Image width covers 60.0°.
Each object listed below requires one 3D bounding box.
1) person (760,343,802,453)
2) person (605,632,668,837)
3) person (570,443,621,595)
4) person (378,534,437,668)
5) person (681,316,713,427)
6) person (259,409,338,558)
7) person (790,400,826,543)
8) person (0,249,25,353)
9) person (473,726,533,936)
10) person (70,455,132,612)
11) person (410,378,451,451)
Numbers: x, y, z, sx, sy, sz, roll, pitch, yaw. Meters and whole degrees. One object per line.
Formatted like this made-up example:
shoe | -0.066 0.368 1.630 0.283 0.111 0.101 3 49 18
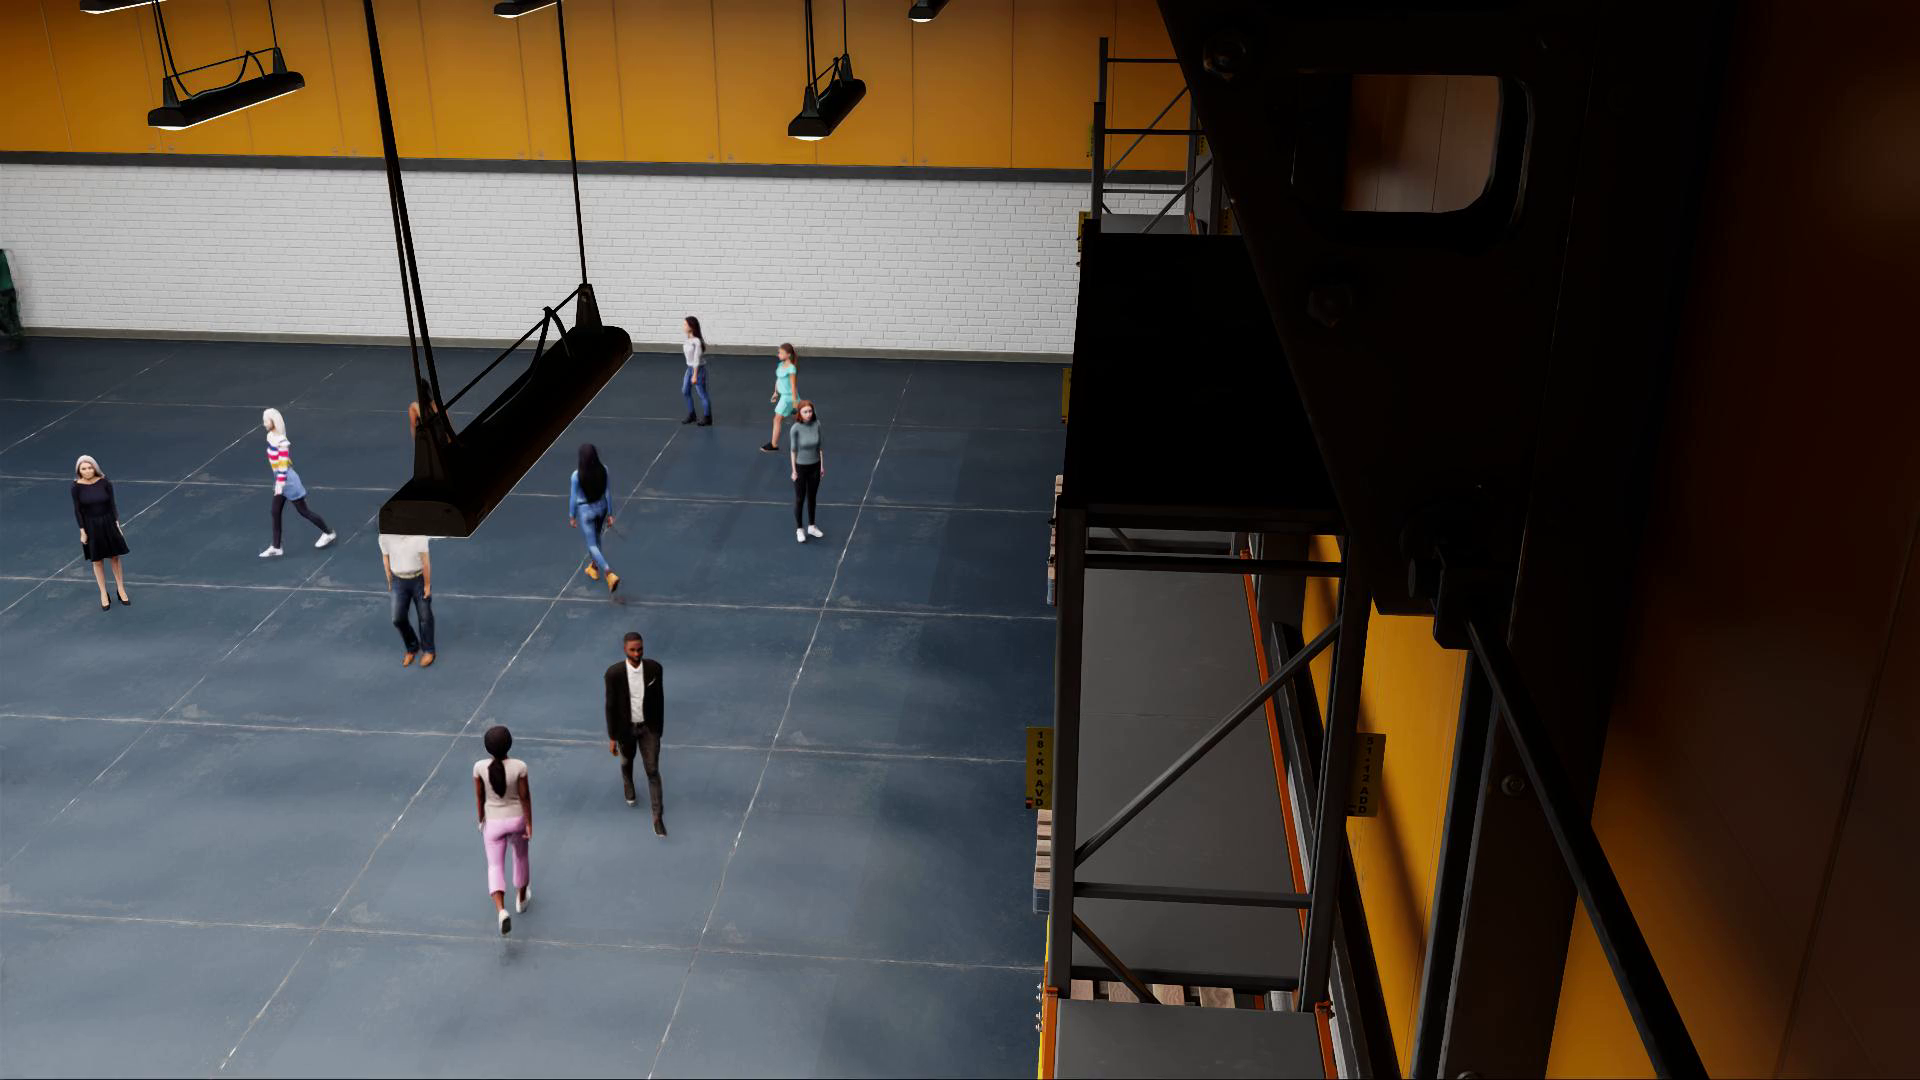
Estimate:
person | -2.238 -1.925 22.510 0.879 1.521 1.087 -6 24 -14
person | -2.796 1.583 14.193 1.010 1.754 1.296 -8 25 -18
person | -4.015 -0.217 18.405 1.112 1.678 1.186 -18 29 -35
person | -5.514 0.387 16.833 0.673 1.831 0.681 0 24 0
person | -3.632 -2.376 23.422 0.831 1.617 0.757 -12 26 -26
person | -7.720 -0.676 19.339 1.198 1.772 1.091 -22 32 -40
person | -1.814 -0.838 19.746 0.670 1.742 0.704 -14 27 -29
person | -15.418 -4.002 26.826 0.860 1.871 0.563 7 25 16
person | -3.496 2.232 12.748 0.737 1.722 1.049 -3 24 -7
person | -9.322 -0.093 18.038 0.696 1.747 0.748 -16 28 -33
person | -6.567 -1.216 20.729 0.748 1.649 0.810 -8 25 -18
